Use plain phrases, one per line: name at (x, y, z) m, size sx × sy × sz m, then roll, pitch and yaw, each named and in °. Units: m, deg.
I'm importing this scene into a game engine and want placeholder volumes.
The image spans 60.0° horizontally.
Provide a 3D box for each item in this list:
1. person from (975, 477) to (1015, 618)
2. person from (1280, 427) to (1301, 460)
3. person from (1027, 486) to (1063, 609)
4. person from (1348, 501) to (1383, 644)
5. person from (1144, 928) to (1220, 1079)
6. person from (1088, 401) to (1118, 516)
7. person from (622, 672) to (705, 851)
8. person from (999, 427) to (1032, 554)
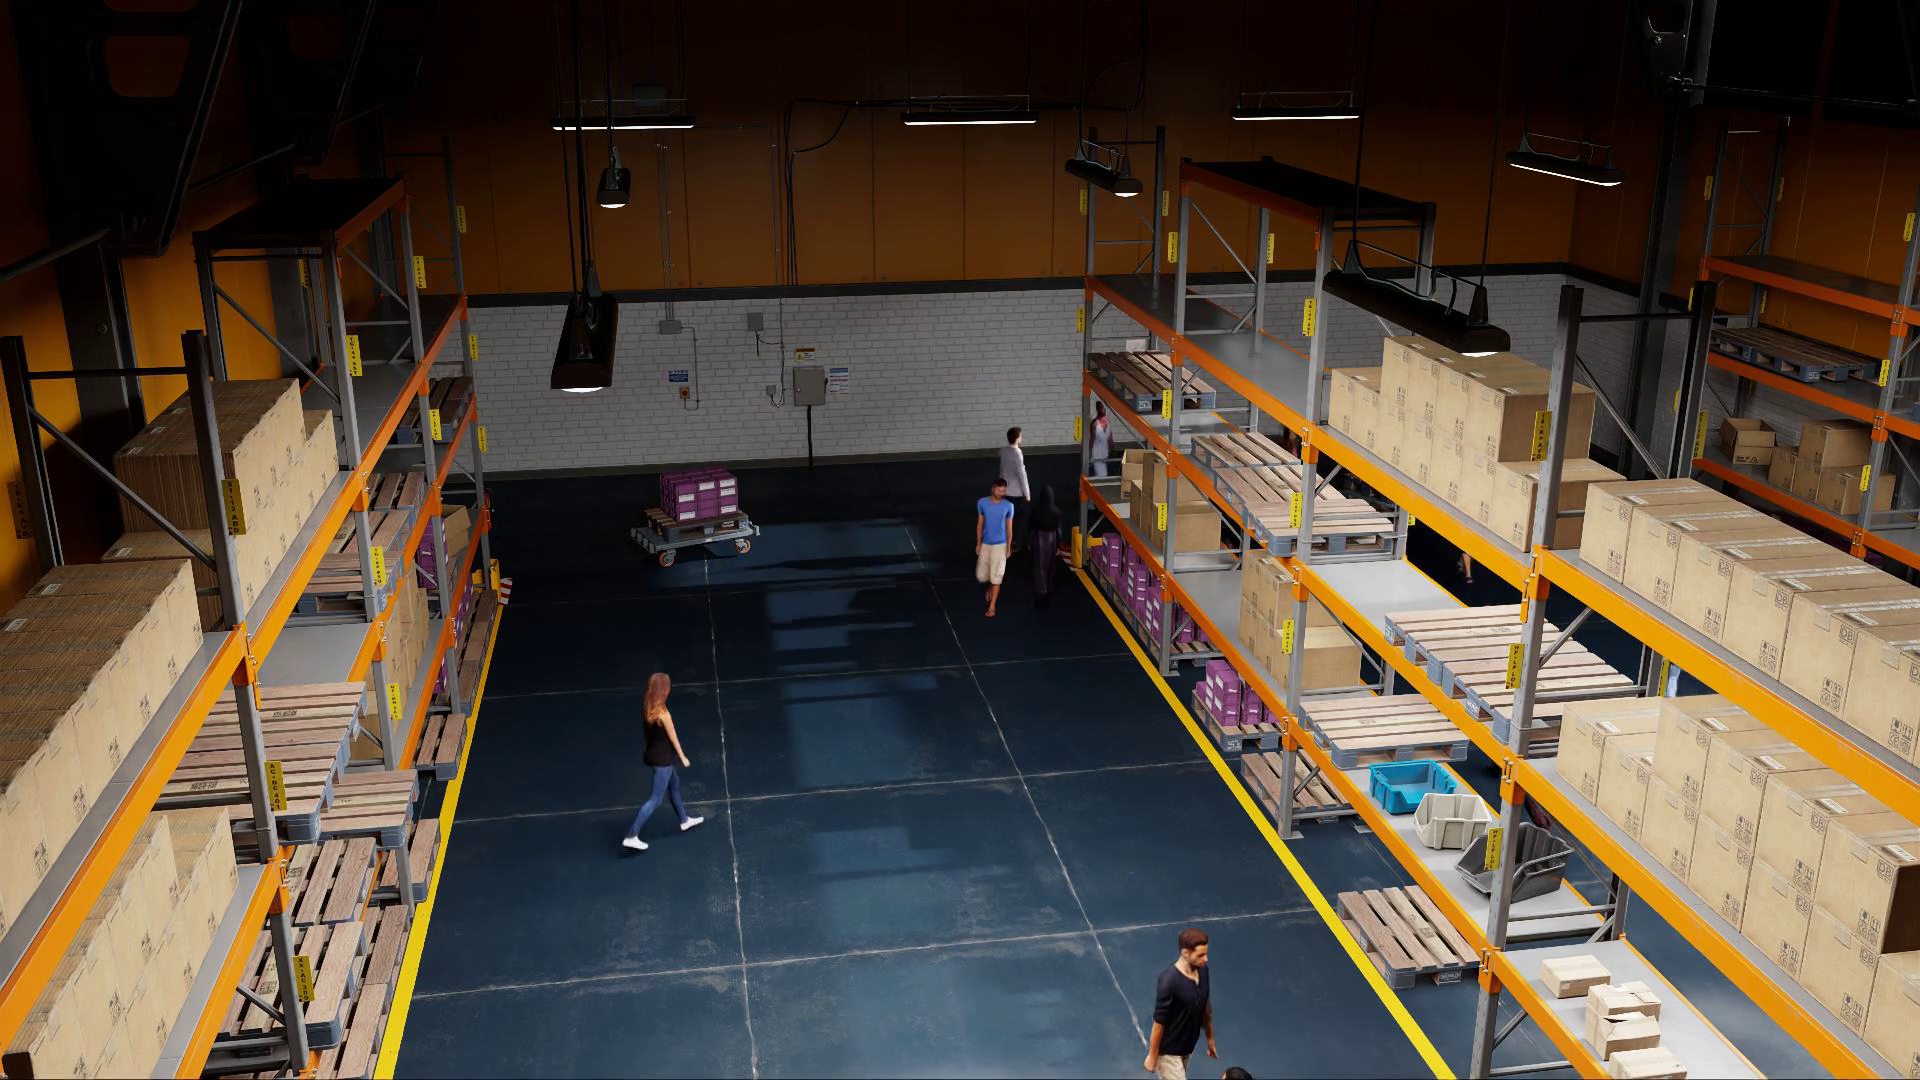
person at (0.461, 0.049, 21.416) m, size 0.849 × 1.835 × 0.965 m, roll 6°, pitch 19°, yaw 17°
person at (4.755, -0.919, 24.538) m, size 0.829 × 1.676 × 0.763 m, roll 17°, pitch 25°, yaw 41°
person at (1.091, 0.095, 21.652) m, size 0.611 × 1.596 × 1.004 m, roll -2°, pitch 19°, yaw -7°
person at (5.052, 0.452, 20.205) m, size 0.838 × 1.843 × 1.119 m, roll -8°, pitch 20°, yaw -23°
person at (1.401, 3.435, 11.381) m, size 0.953 × 1.822 × 1.045 m, roll -18°, pitch 25°, yaw -42°
person at (2.067, -1.275, 25.449) m, size 0.853 × 1.769 × 0.779 m, roll 16°, pitch 24°, yaw 40°
person at (-2.882, 2.104, 15.557) m, size 0.946 × 1.679 × 1.127 m, roll -12°, pitch 22°, yaw -31°
person at (0.670, -0.682, 23.583) m, size 0.811 × 1.837 × 0.674 m, roll -9°, pitch 20°, yaw -24°
